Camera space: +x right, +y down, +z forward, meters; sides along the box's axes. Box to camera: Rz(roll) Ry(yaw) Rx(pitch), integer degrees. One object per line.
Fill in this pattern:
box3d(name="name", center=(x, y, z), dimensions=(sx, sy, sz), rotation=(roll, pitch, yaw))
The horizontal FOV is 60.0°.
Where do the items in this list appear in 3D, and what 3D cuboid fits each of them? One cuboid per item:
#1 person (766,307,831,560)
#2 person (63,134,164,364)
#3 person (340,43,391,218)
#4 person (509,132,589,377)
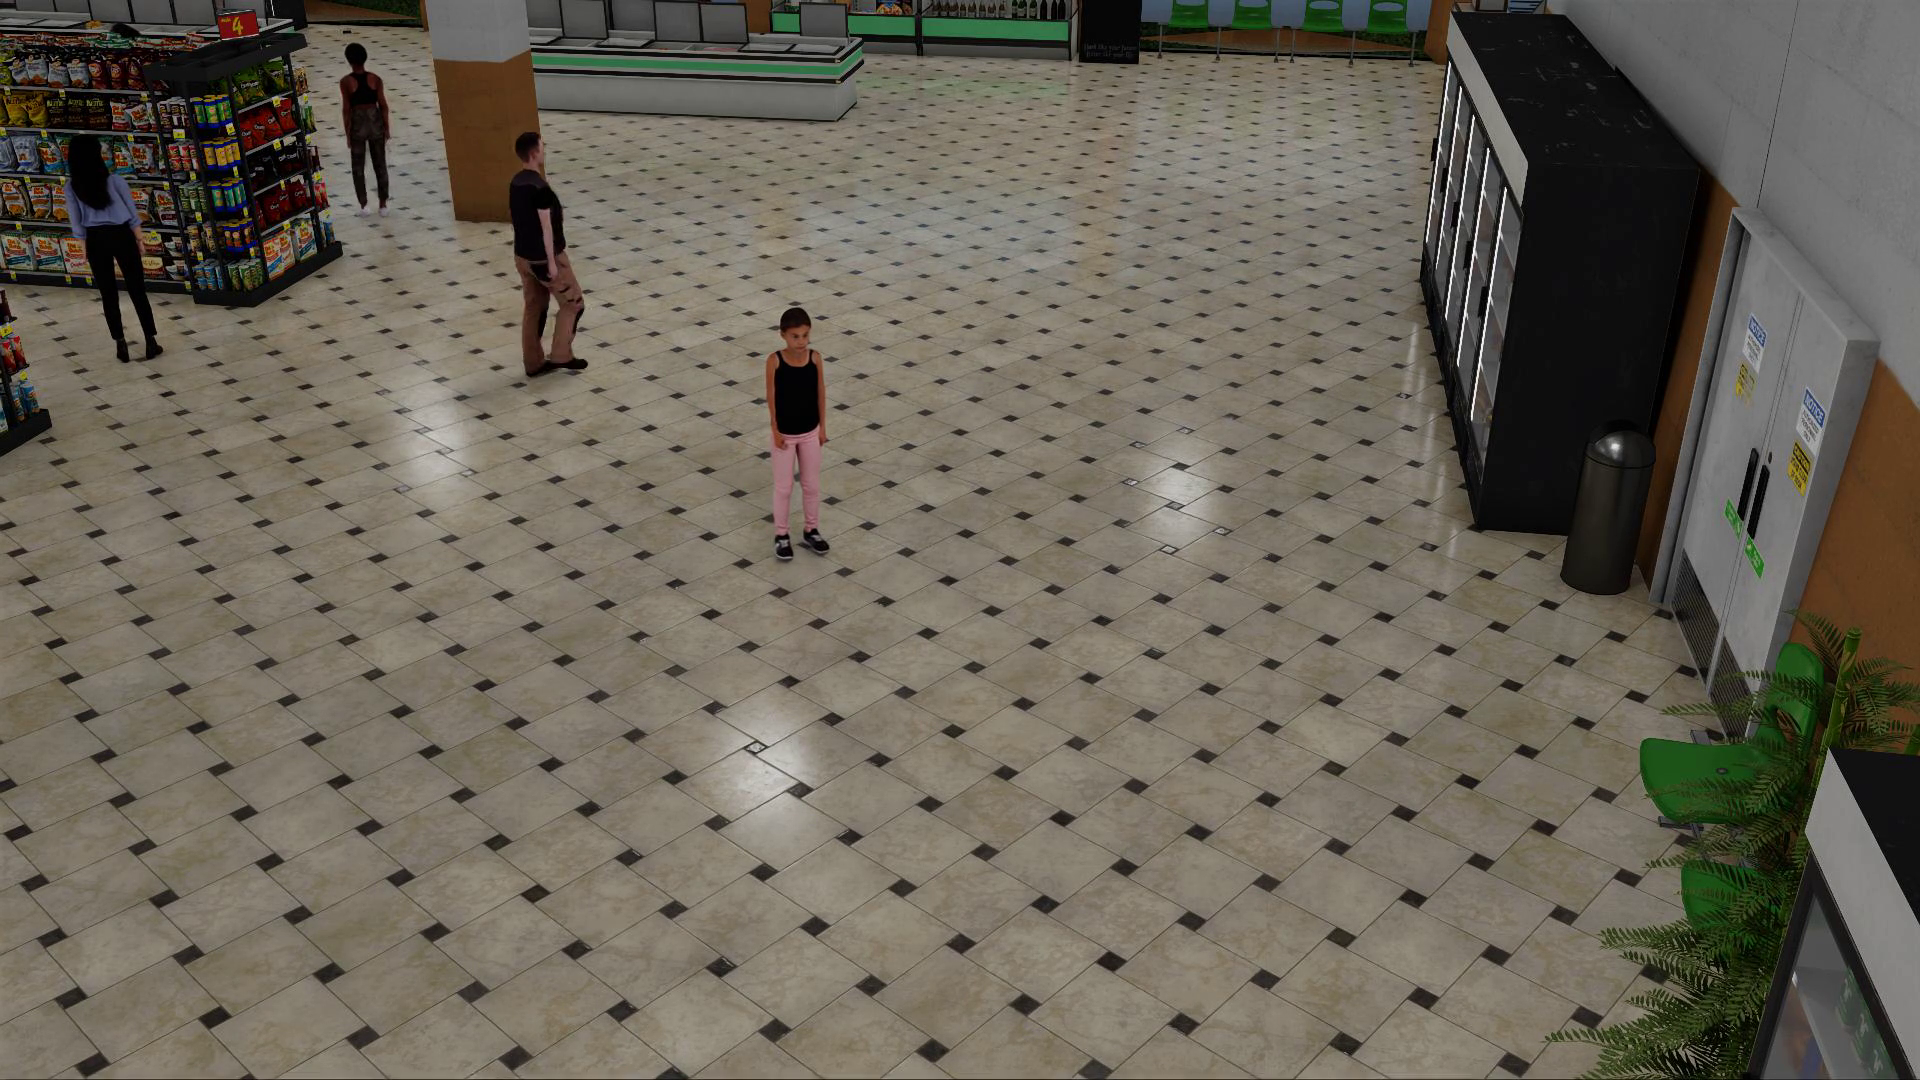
box3d(name="person", center=(-0.967, -0.630, 9.756), dimensions=(0.565, 1.558, 0.647), rotation=(-10, 28, -18))
box3d(name="person", center=(-6.467, -2.210, 12.678), dimensions=(0.672, 1.735, 0.791), rotation=(-9, 28, -18))
box3d(name="person", center=(-5.739, -3.961, 16.171), dimensions=(0.707, 1.696, 0.781), rotation=(-13, 29, -23))
box3d(name="person", center=(-3.190, -2.069, 12.305), dimensions=(0.901, 1.820, 0.833), rotation=(-21, 34, -35))
